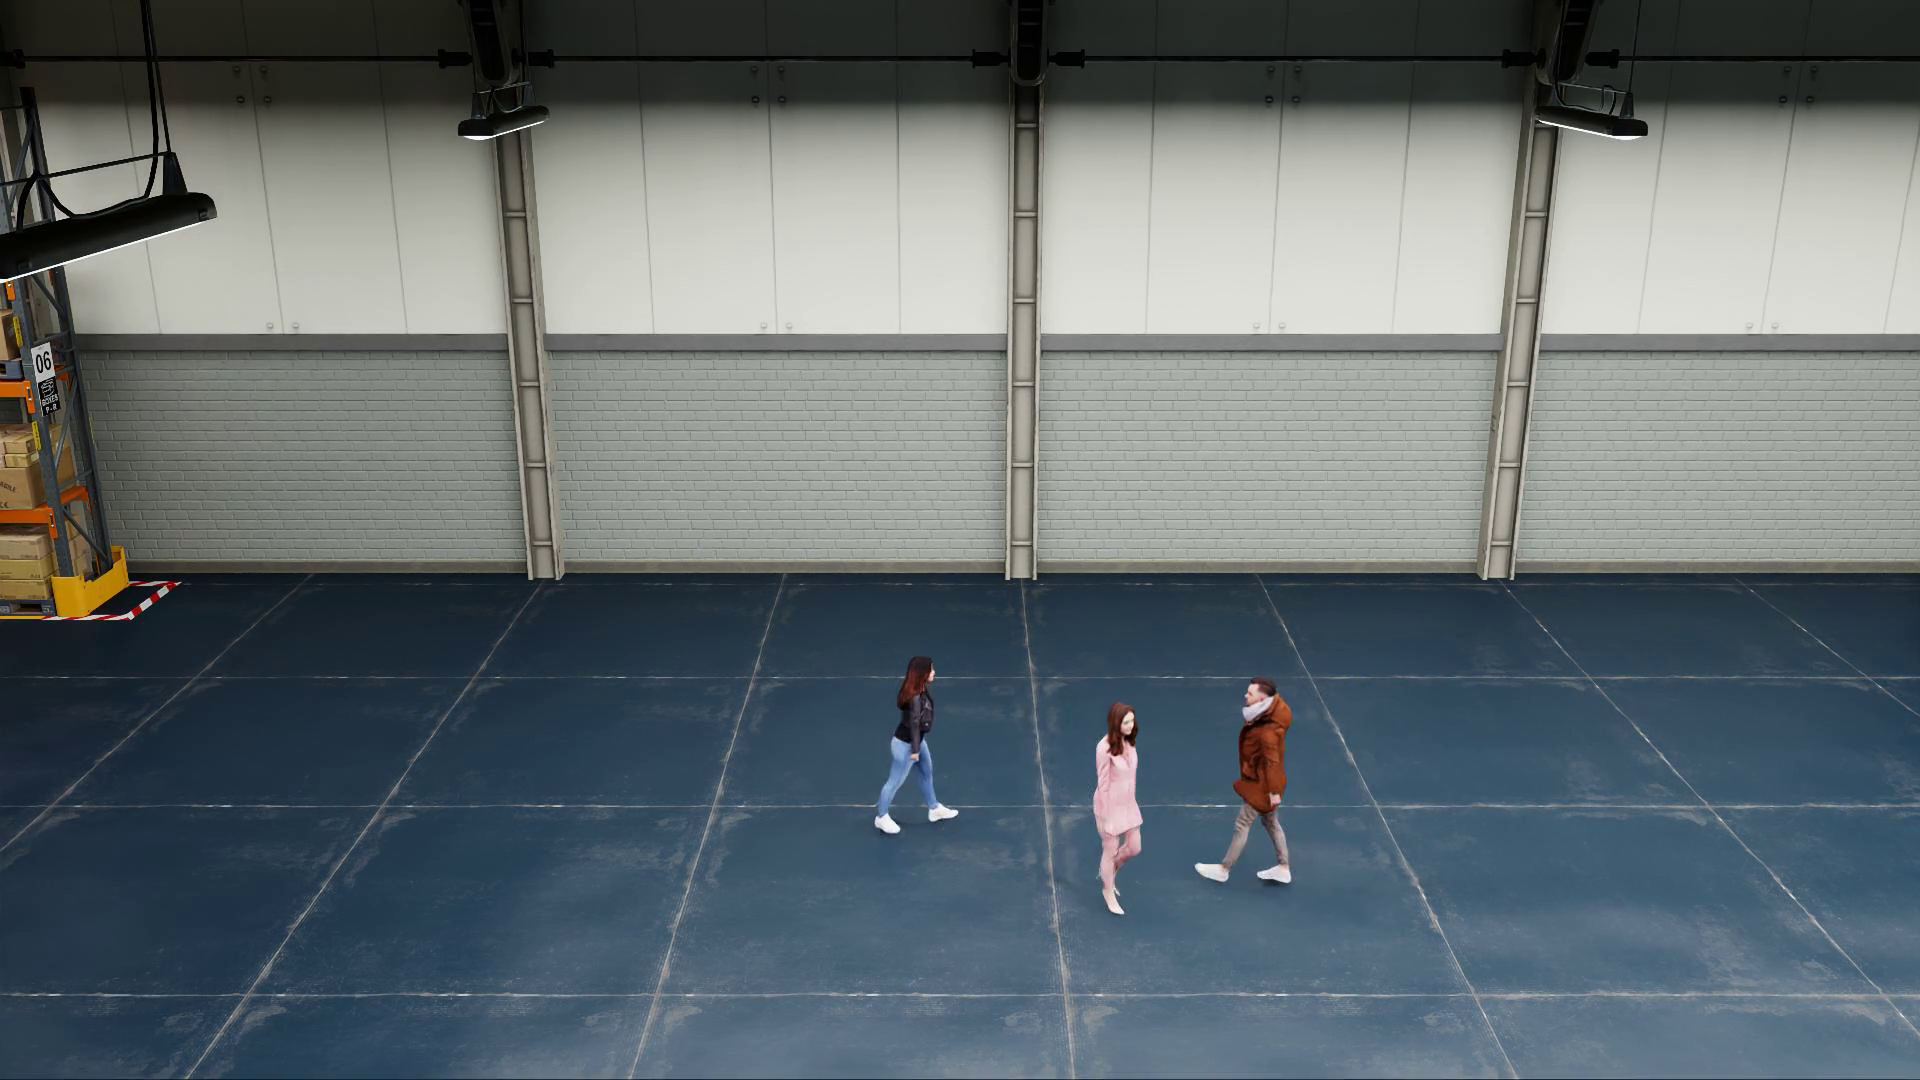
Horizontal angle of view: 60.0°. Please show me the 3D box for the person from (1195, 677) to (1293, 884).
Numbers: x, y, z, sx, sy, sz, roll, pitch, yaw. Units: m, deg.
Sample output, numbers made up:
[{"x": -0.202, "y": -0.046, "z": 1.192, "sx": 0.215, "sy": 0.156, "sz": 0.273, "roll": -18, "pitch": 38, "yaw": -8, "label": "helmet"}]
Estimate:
[{"x": 2.543, "y": 1.978, "z": 13.436, "sx": 1.086, "sy": 1.801, "sz": 0.857, "roll": 5, "pitch": 19, "yaw": 14, "label": "person"}]

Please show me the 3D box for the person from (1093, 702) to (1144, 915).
[{"x": 1.158, "y": 2.090, "z": 13.110, "sx": 0.756, "sy": 1.790, "sz": 0.820, "roll": -15, "pitch": 23, "yaw": -39, "label": "person"}]

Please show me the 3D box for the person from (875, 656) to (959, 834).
[{"x": -0.494, "y": 1.775, "z": 14.398, "sx": 0.933, "sy": 1.591, "sz": 0.657, "roll": 1, "pitch": 18, "yaw": 2, "label": "person"}]
